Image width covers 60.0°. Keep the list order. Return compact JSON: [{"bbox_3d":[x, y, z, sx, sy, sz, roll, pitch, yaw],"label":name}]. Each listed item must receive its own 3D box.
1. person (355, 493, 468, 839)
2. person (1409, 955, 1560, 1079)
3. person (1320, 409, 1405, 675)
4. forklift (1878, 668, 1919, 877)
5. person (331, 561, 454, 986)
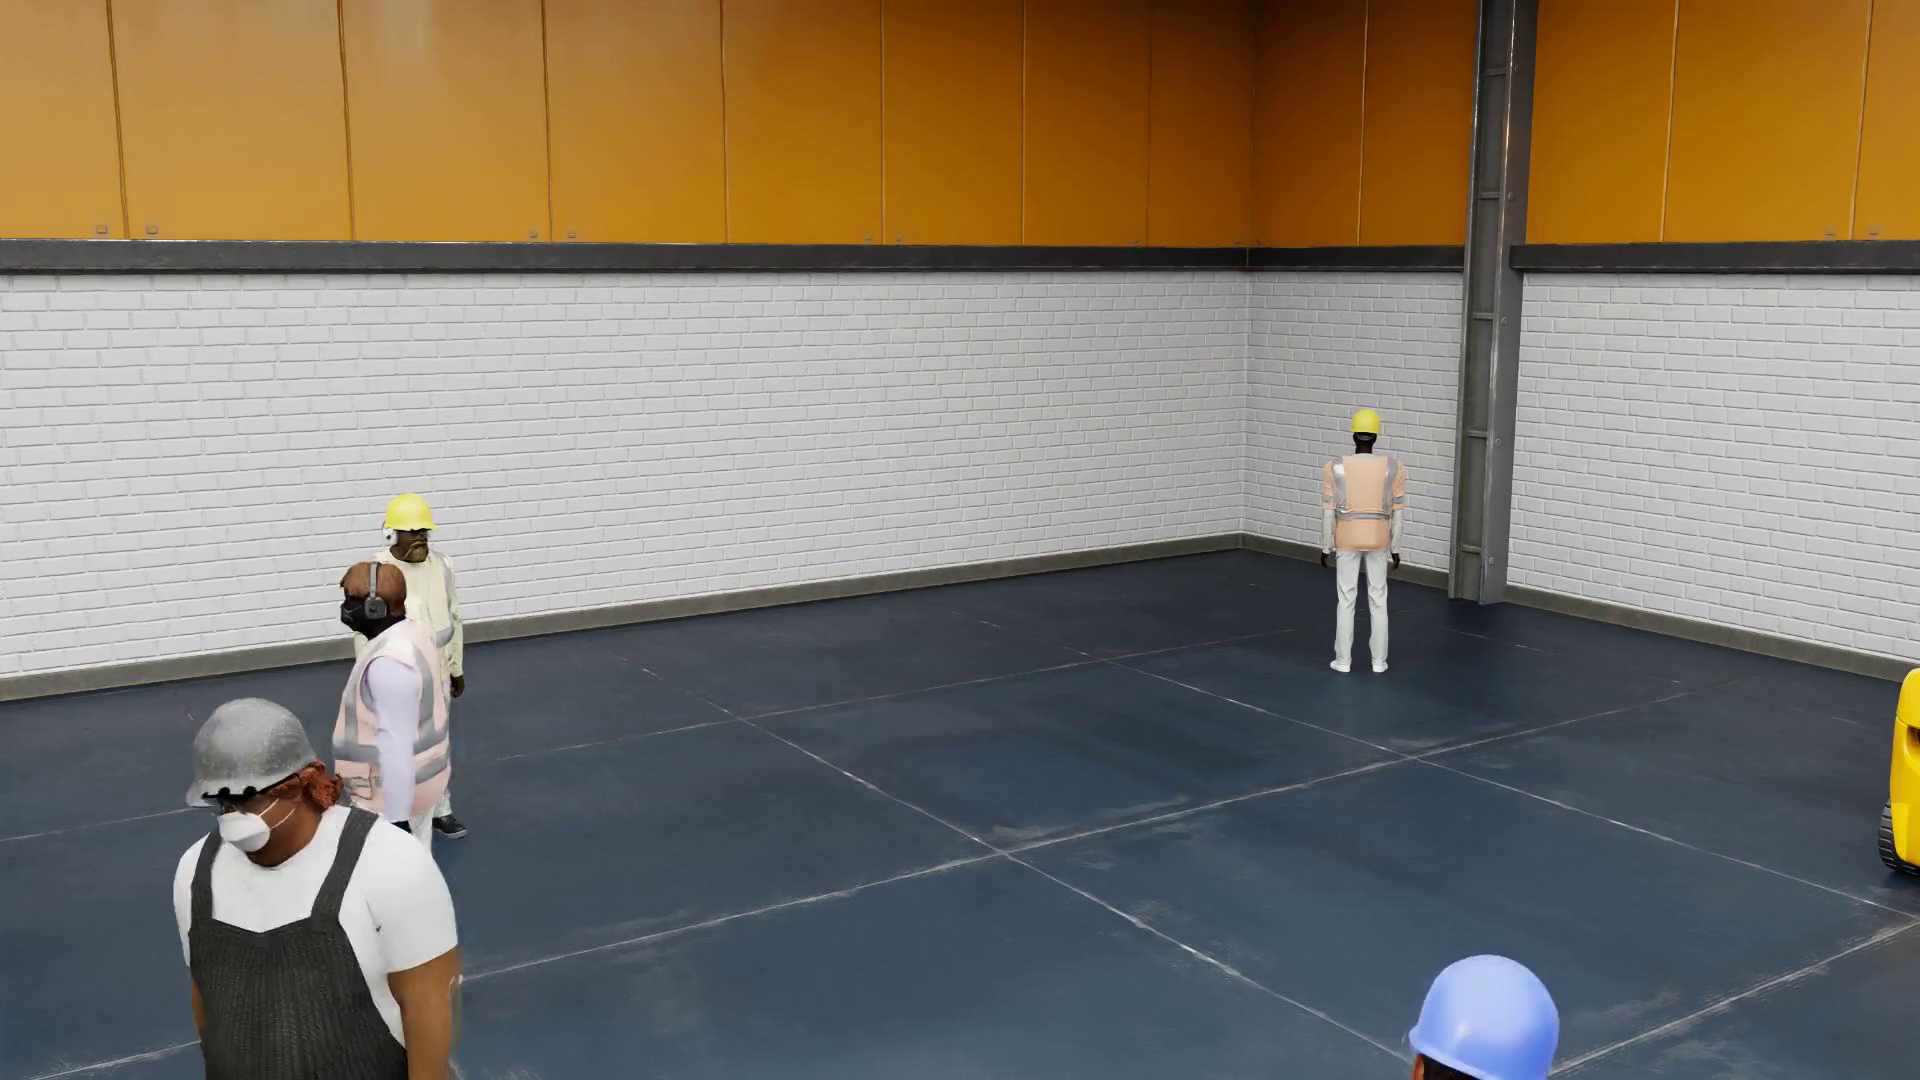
[{"bbox_3d":[-2.778,0.664,8.458,0.403,1.825,0.593,7,12,38],"label":"person"},{"bbox_3d":[0.747,1.598,2.595,0.634,1.903,0.489,-3,10,-16],"label":"person"},{"bbox_3d":[2.899,0.018,12.037,0.589,1.927,0.388,1,9,7],"label":"person"},{"bbox_3d":[5.511,0.571,7.906,2.313,2.155,1.214,-6,11,-33],"label":"forklift"},{"bbox_3d":[-2.223,0.985,6.503,0.448,1.830,0.657,-2,10,-12],"label":"person"}]
